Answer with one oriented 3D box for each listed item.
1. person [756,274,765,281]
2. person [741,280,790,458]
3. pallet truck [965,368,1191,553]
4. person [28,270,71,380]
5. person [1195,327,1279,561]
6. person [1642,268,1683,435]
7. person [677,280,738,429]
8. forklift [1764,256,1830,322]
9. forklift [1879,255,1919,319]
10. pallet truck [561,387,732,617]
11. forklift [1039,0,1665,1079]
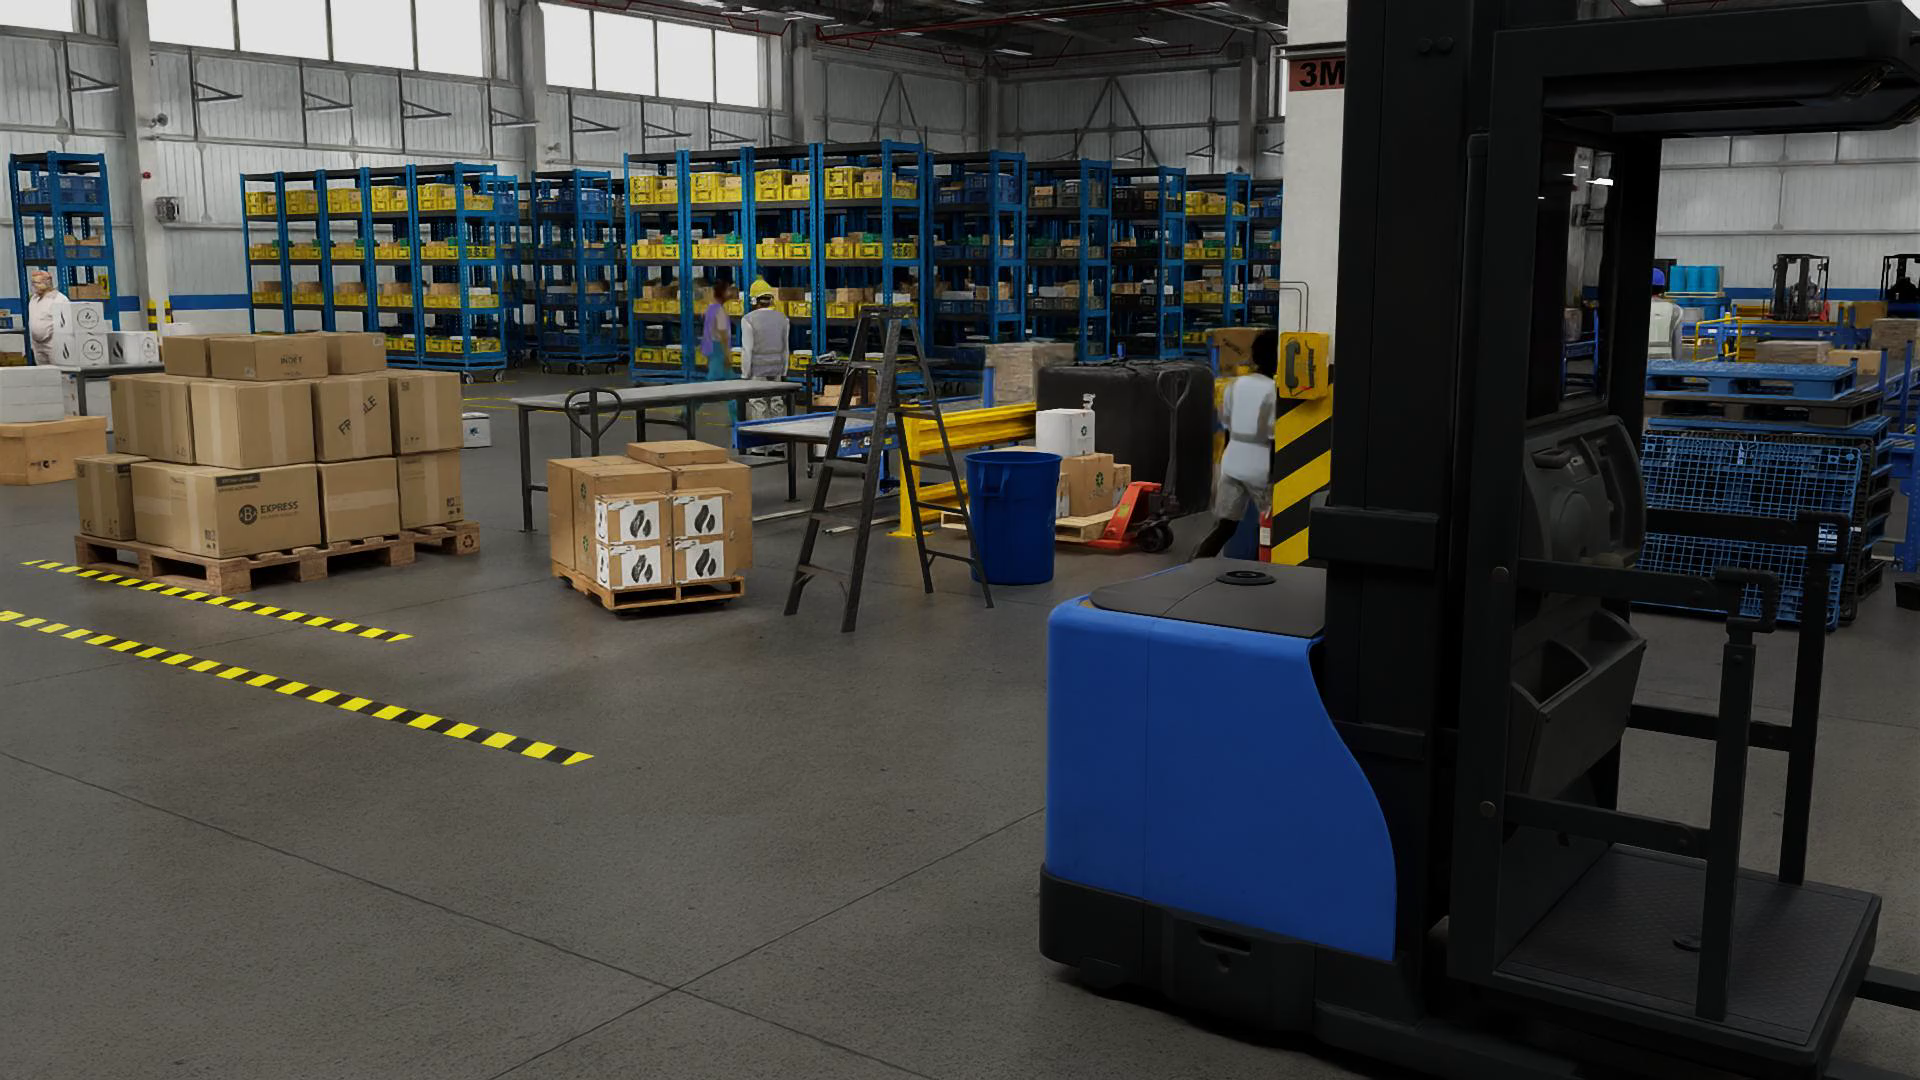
[{"bbox_3d":[-3.829,-4.107,31.318,0.985,1.780,0.585,-5,11,-26],"label":"person"},{"bbox_3d":[-1.995,-1.708,16.829,0.404,1.830,0.599,9,13,43],"label":"person"},{"bbox_3d":[0.845,-0.609,11.869,1.630,1.274,0.653,7,12,35],"label":"pallet truck"},{"bbox_3d":[-11.614,-2.475,21.195,0.638,1.903,0.409,3,10,20],"label":"person"},{"bbox_3d":[1.595,-0.374,9.390,0.810,1.660,0.550,-7,12,-35],"label":"person"},{"bbox_3d":[6.832,-1.711,16.503,0.607,1.947,0.405,0,10,1],"label":"person"},{"bbox_3d":[-2.972,-2.231,20.038,0.916,1.810,0.578,-3,10,-16],"label":"person"},{"bbox_3d":[20.253,-5.854,40.139,1.157,1.987,2.680,7,12,35],"label":"forklift"},{"bbox_3d":[22.089,-5.634,38.796,1.157,1.987,2.680,6,11,33],"label":"forklift"},{"bbox_3d":[-1.981,-0.274,10.088,0.680,1.201,1.601,-5,11,-28],"label":"pallet truck"},{"bbox_3d":[1.249,-0.137,4.360,1.873,2.768,1.129,7,12,35],"label":"forklift"}]
